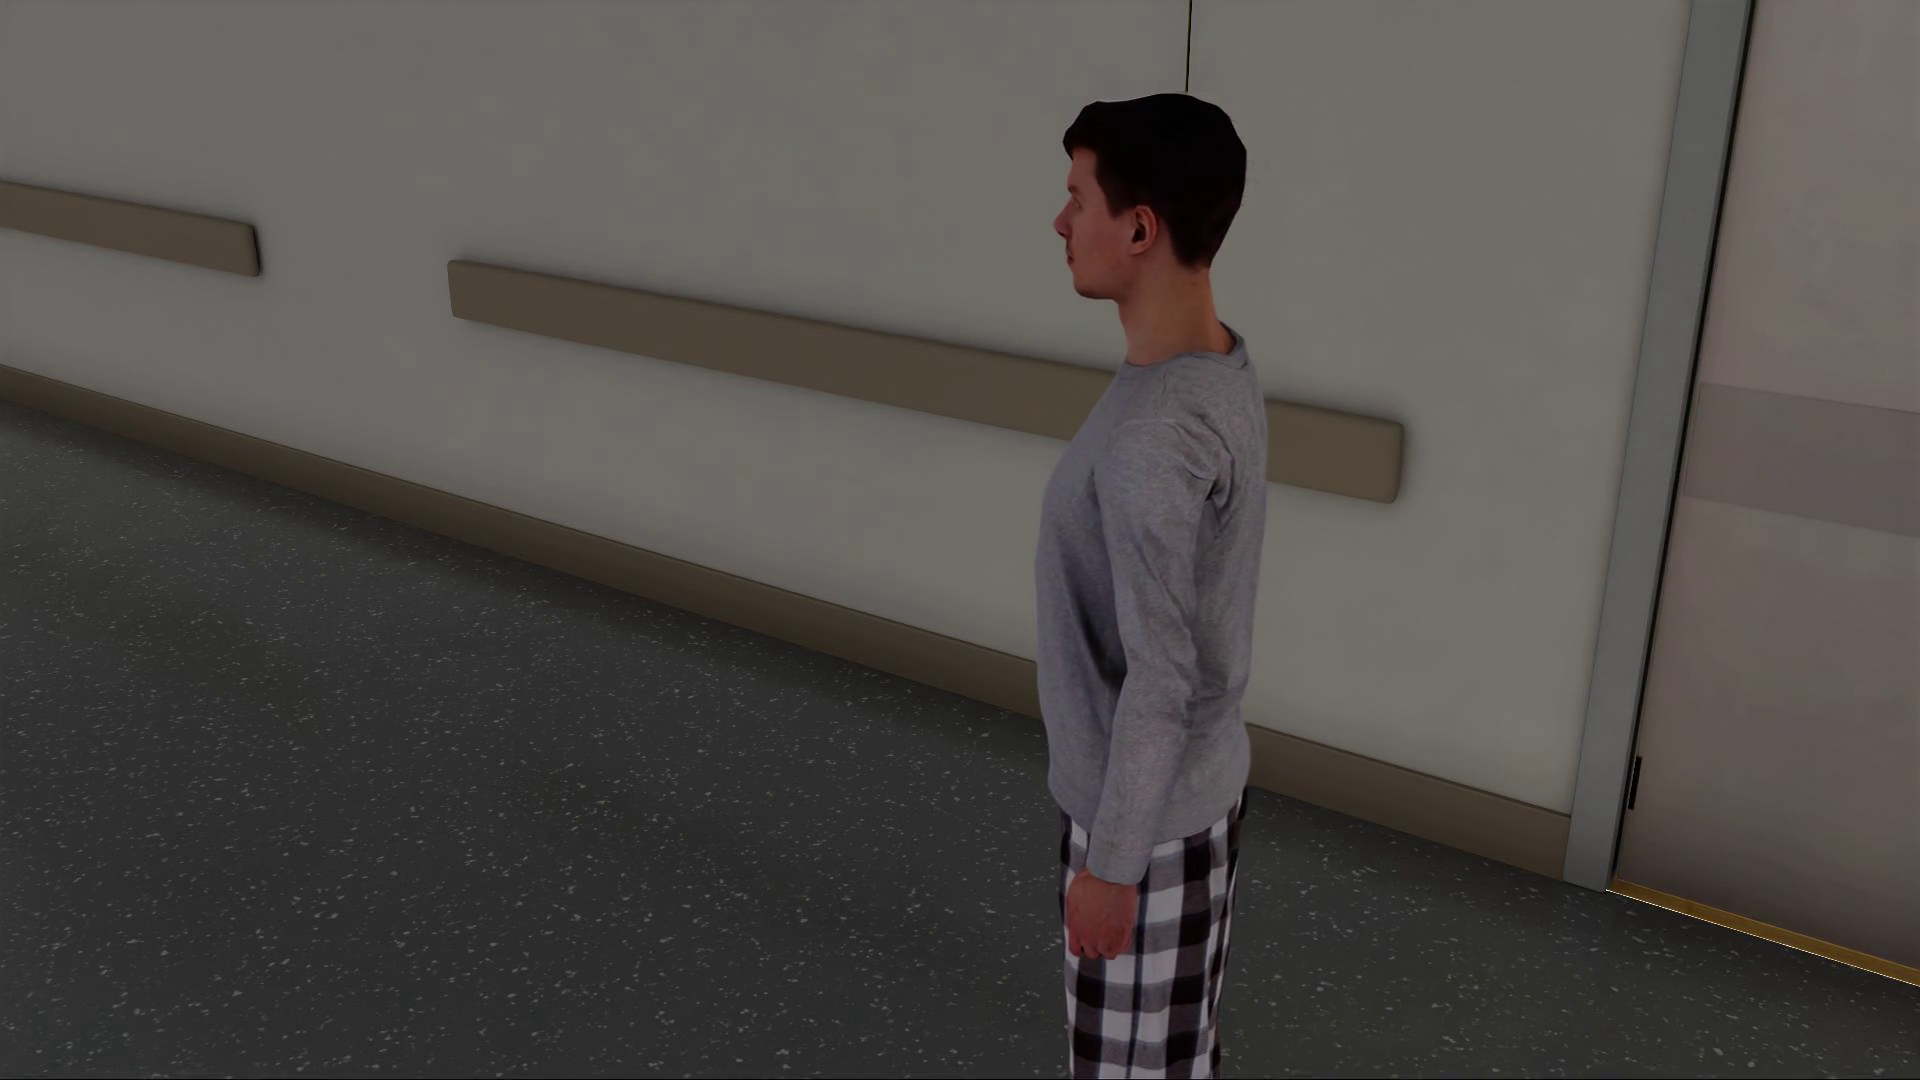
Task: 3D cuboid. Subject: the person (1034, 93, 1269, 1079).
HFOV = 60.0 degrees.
[{"bbox_3d":[0.266,0.339,2.275,0.763,1.847,0.614,5,21,12],"label":"person"}]
